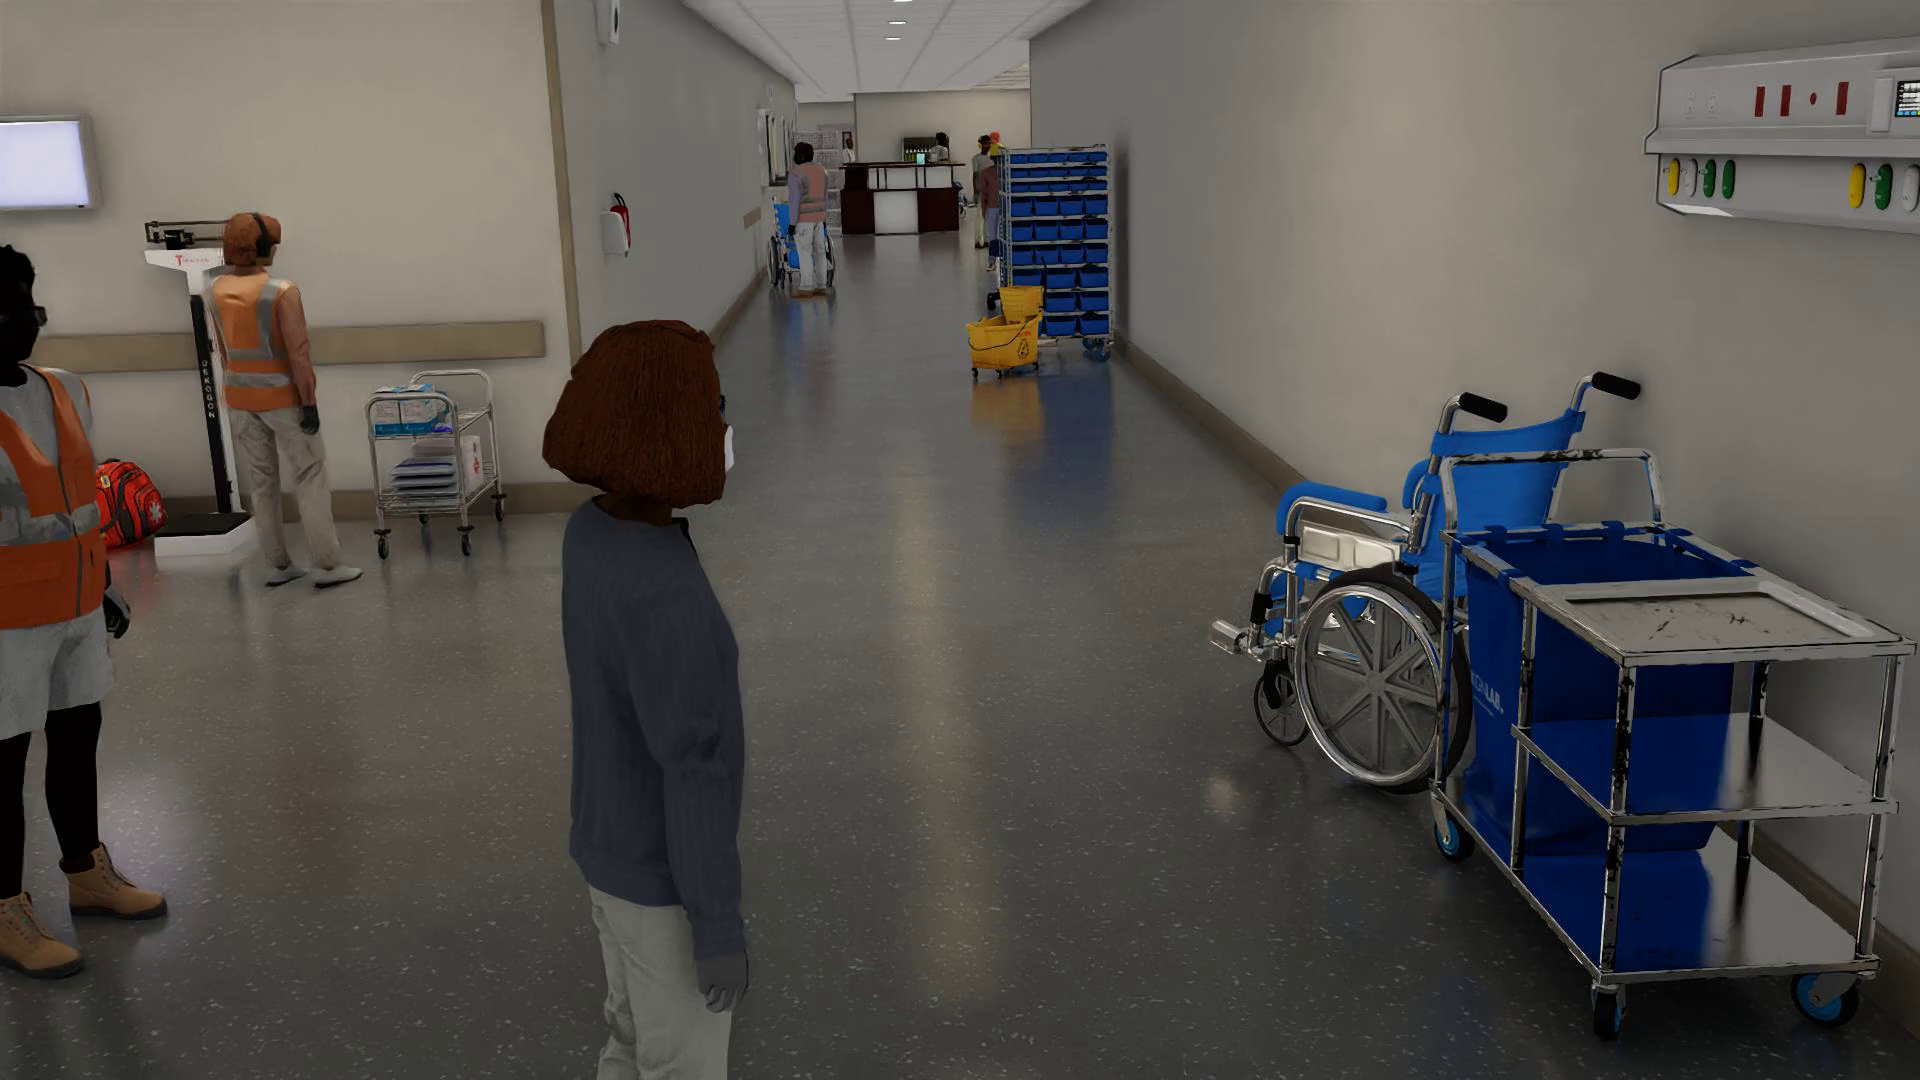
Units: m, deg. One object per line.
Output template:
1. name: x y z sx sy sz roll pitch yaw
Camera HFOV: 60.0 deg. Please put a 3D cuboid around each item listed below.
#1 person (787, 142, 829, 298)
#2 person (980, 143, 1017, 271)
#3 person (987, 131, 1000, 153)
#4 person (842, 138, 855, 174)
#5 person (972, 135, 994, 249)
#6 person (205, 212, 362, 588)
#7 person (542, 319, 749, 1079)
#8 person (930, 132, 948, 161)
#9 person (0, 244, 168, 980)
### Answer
1. person: -1.839 -3.836 19.979 0.429 1.847 0.625 9 17 37
2. person: 0.540 -4.597 23.011 0.518 1.756 0.344 0 14 8
3. person: 0.790 -9.255 41.714 0.517 1.960 0.722 3 15 19
4. person: -3.214 -10.758 48.506 0.361 1.883 0.574 4 15 23
5. person: 0.418 -5.803 27.746 0.310 1.868 0.534 11 19 43
6. person: -2.971 -0.586 7.201 0.536 1.634 0.371 4 15 21
7. person: -0.429 0.494 2.455 0.266 1.631 0.507 -8 15 -24
8. person: -0.463 -8.916 40.438 0.362 1.962 0.613 -13 18 -40
9. person: -2.171 0.162 3.893 0.319 1.695 0.538 2 14 14
